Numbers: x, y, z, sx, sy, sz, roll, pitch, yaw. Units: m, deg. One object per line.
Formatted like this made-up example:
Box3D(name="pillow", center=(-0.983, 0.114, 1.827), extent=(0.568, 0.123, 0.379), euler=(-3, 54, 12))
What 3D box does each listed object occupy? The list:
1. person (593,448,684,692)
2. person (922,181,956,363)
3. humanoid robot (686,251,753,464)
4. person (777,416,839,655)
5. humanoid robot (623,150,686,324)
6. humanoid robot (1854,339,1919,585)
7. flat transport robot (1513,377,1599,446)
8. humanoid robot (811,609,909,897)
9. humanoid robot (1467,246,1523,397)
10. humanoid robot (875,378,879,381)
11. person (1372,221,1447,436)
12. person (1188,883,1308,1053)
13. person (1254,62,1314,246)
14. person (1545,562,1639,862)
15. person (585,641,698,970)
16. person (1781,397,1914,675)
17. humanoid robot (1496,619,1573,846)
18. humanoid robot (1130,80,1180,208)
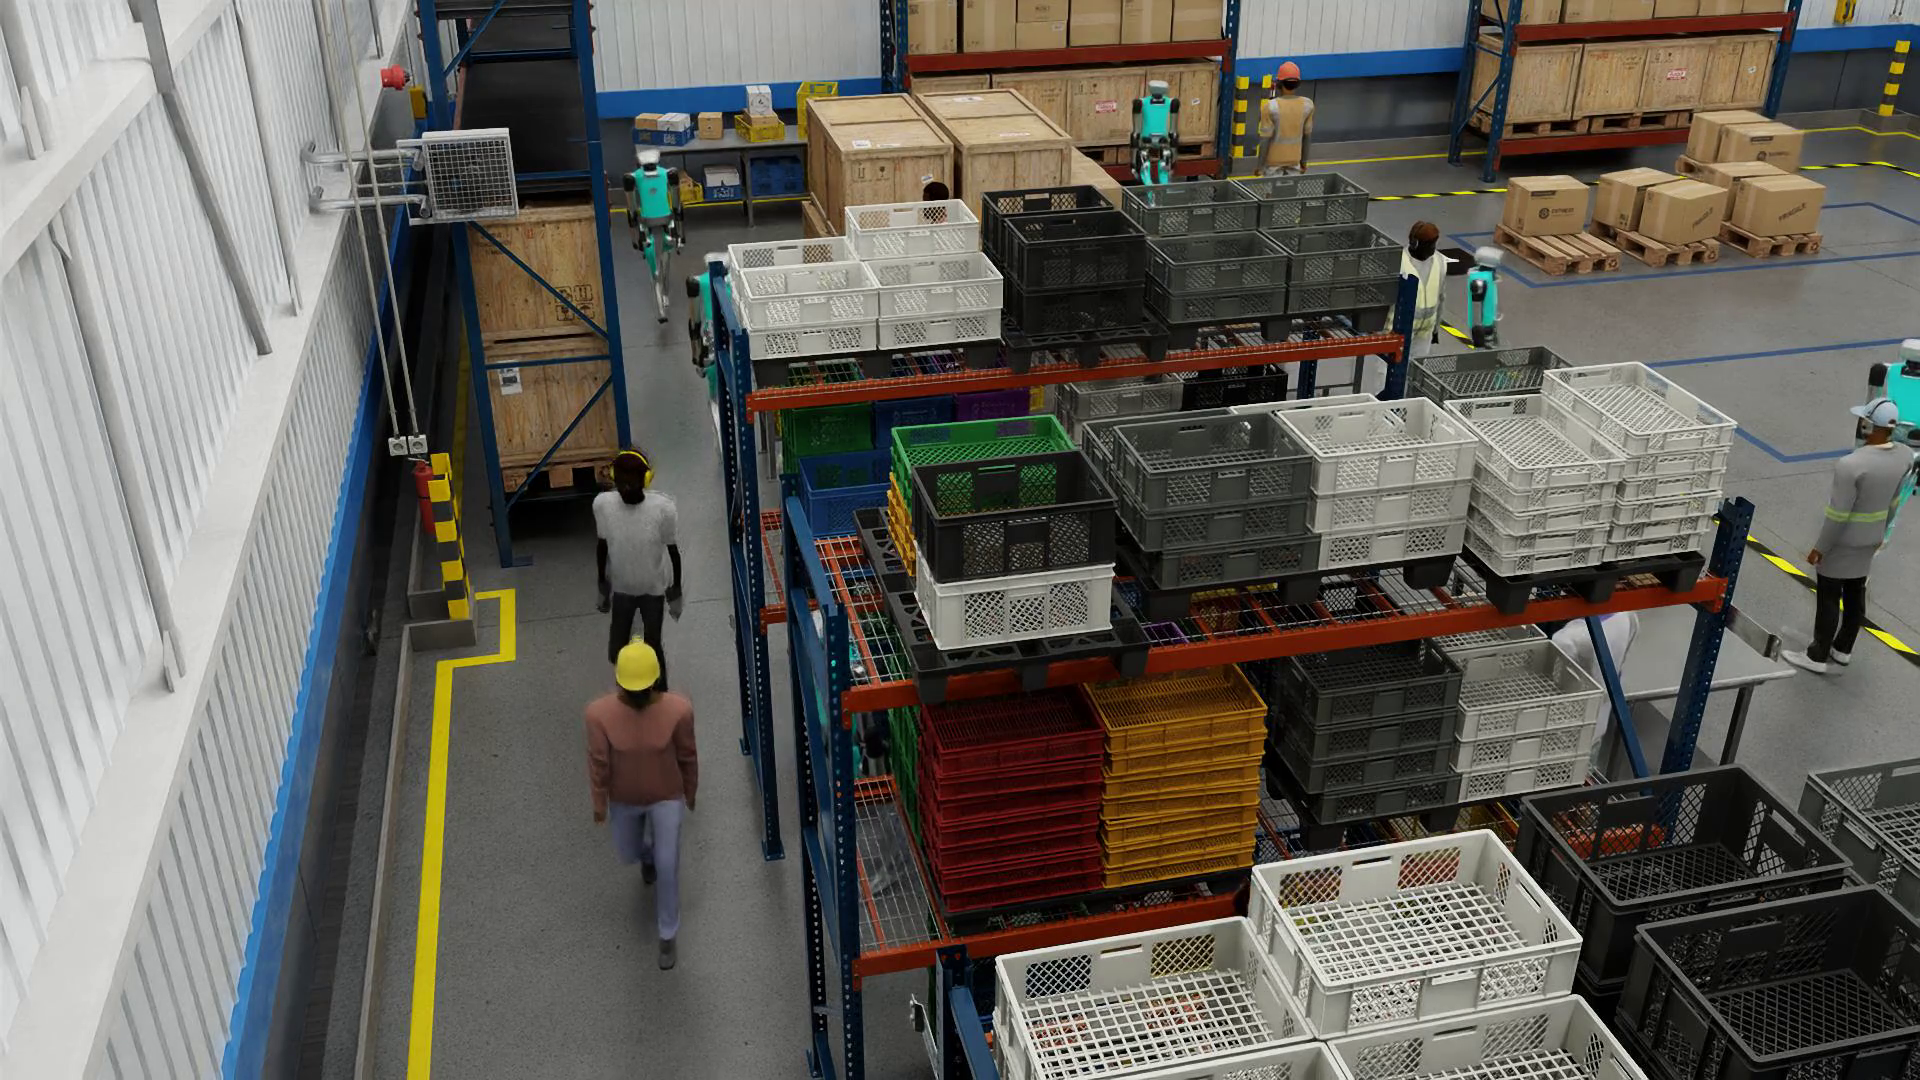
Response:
Box3D(name="person", center=(-1.895, 0.308, 9.759), extent=(0.540, 1.855, 0.425), euler=(2, 28, 5))
Box3D(name="person", center=(-0.174, -2.146, 14.350), extent=(0.393, 1.919, 0.590), euler=(-3, 28, -6))
Box3D(name="humanoid robot", center=(-1.887, -1.585, 13.510), extent=(0.542, 1.774, 0.970), euler=(-1, 28, -2))
Box3D(name="person", center=(-0.904, -0.062, 10.489), extent=(0.500, 1.837, 0.346), euler=(-17, 32, -29))
Box3D(name="humanoid robot", center=(-2.949, -2.958, 16.125), extent=(0.556, 1.746, 1.068), euler=(-7, 29, -13))
Box3D(name="humanoid robot", center=(6.323, -0.447, 11.313), extent=(0.553, 1.701, 1.010), euler=(15, 31, 26))
Box3D(name="flat transport robot", center=(4.780, -1.036, 14.013), extent=(0.659, 0.231, 1.431), euler=(-6, 28, -12))
Box3D(name="humanoid robot", center=(-0.412, 1.112, 8.470), extent=(0.771, 1.882, 0.547), euler=(-22, 35, -35))
Box3D(name="humanoid robot", center=(4.332, -1.409, 13.174), extent=(0.819, 1.801, 0.545), euler=(11, 30, 21))
Box3D(name="humanoid robot", center=(-0.804, -1.764, 13.883), extent=(0.367, 1.649, 0.601), euler=(-5, 28, -10))
Box3D(name="person", center=(3.678, -1.727, 13.648), extent=(0.629, 1.835, 0.430), euler=(-9, 29, -16))
Box3D(name="person", center=(1.085, 2.075, 6.439), extent=(0.916, 1.821, 0.494), euler=(-12, 30, -21))
Box3D(name="person", center=(3.469, -4.118, 17.959), extent=(0.609, 2.042, 0.392), euler=(-7, 29, -13))
Box3D(name="person", center=(3.048, 0.925, 8.391), extent=(0.613, 2.040, 0.390), euler=(-19, 33, -32))
Box3D(name="person", center=(-1.533, 1.207, 8.164), extent=(0.527, 1.744, 0.688), euler=(-2, 28, -4))
Box3D(name="person", center=(5.553, -0.033, 10.411), extent=(0.597, 1.850, 0.396), euler=(-12, 30, -21))
Box3D(name="humanoid robot", center=(2.855, 1.101, 8.442), extent=(0.361, 1.655, 0.603), euler=(10, 29, 18))
Box3D(name="humanoid robot", center=(2.163, -4.037, 18.195), extent=(0.540, 1.839, 0.747), euler=(-4, 28, -8))
